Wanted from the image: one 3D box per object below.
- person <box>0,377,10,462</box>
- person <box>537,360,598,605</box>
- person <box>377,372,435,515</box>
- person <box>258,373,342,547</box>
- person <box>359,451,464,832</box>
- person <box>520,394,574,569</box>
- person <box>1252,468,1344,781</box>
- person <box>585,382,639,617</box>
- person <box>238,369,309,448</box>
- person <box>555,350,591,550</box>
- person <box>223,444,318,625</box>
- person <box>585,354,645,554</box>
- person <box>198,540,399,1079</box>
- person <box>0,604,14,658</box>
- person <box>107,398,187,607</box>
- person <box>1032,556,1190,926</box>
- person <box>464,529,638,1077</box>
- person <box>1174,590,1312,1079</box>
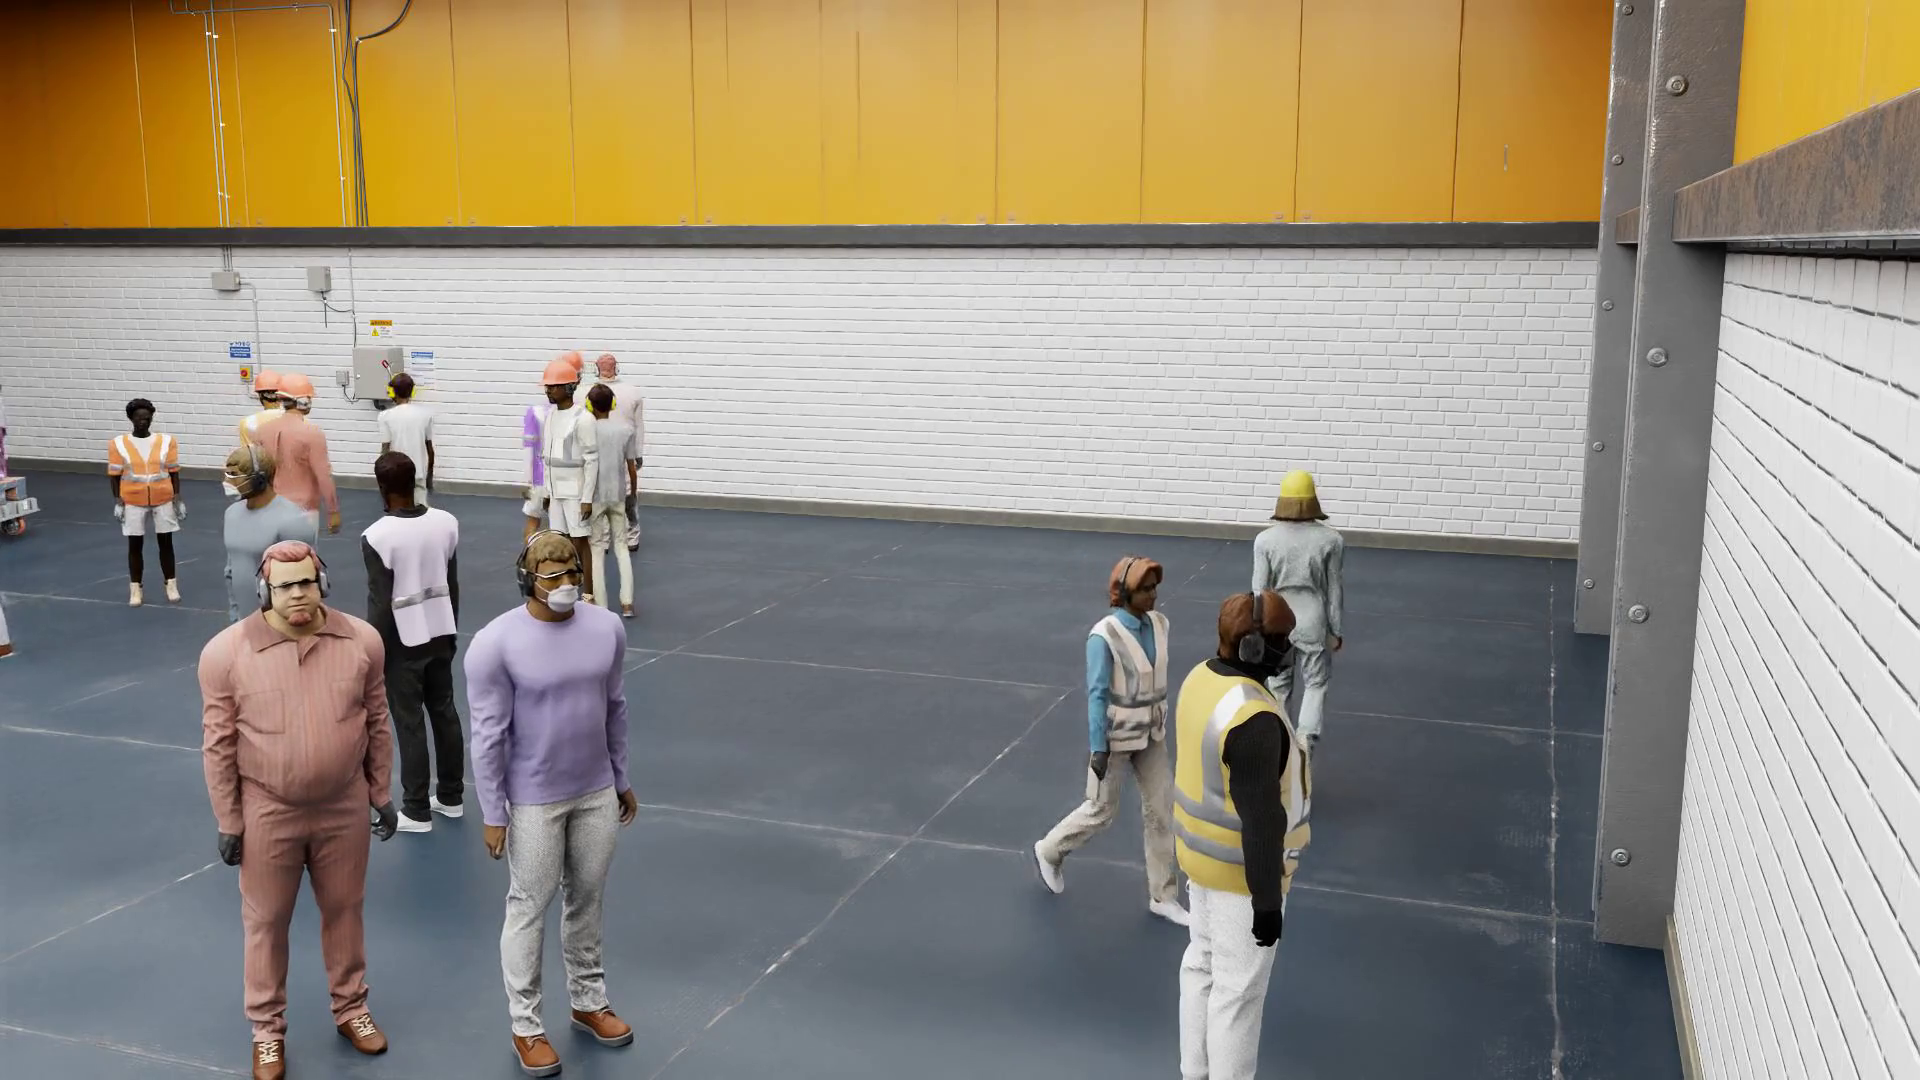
[{"bbox_3d":[-11.122,-1.326,18.896,0.651,1.827,0.655,2,10,12],"label":"person"},{"bbox_3d":[-3.063,-0.375,12.921,0.614,2.042,0.373,9,14,42],"label":"person"},{"bbox_3d":[-4.817,-0.529,14.395,0.559,1.825,0.892,-9,13,-41],"label":"person"},{"bbox_3d":[-4.883,-0.260,12.447,0.661,1.971,0.671,5,11,26],"label":"person"},{"bbox_3d":[-2.725,0.509,8.314,0.390,1.914,0.587,5,11,26],"label":"person"},{"bbox_3d":[-3.511,-0.523,14.250,0.655,1.878,0.375,-8,13,-37],"label":"person"},{"bbox_3d":[1.819,0.477,9.010,0.498,1.725,0.541,3,10,16],"label":"person"},{"bbox_3d":[-2.786,-0.299,13.005,0.535,1.871,0.327,-5,11,-27],"label":"person"},{"bbox_3d":[-5.490,-0.403,13.389,0.542,1.935,0.364,-6,12,-30],"label":"person"},{"bbox_3d":[-3.626,-0.842,15.826,0.546,1.945,0.657,-5,11,-28],"label":"person"},{"bbox_3d":[-3.502,0.471,8.462,0.629,1.936,0.371,7,12,33],"label":"person"},{"bbox_3d":[-3.320,-0.815,15.809,0.639,1.902,0.407,-5,11,-25],"label":"person"},{"bbox_3d":[-2.313,0.941,5.894,0.642,1.910,0.401,-7,12,-34],"label":"person"},{"bbox_3d":[-7.042,-0.004,11.449,0.515,1.834,0.907,6,12,32],"label":"person"},{"bbox_3d":[-6.622,-0.312,13.537,0.556,1.703,0.319,-7,12,-33],"label":"person"},{"bbox_3d":[0.676,0.849,7.263,0.750,1.614,0.526,10,14,44],"label":"person"},{"bbox_3d":[-1.435,0.915,5.949,0.358,1.938,0.636,9,14,43],"label":"person"},{"bbox_3d":[0.912,1.065,5.387,0.429,1.839,0.634,-2,10,-10],"label":"person"}]
